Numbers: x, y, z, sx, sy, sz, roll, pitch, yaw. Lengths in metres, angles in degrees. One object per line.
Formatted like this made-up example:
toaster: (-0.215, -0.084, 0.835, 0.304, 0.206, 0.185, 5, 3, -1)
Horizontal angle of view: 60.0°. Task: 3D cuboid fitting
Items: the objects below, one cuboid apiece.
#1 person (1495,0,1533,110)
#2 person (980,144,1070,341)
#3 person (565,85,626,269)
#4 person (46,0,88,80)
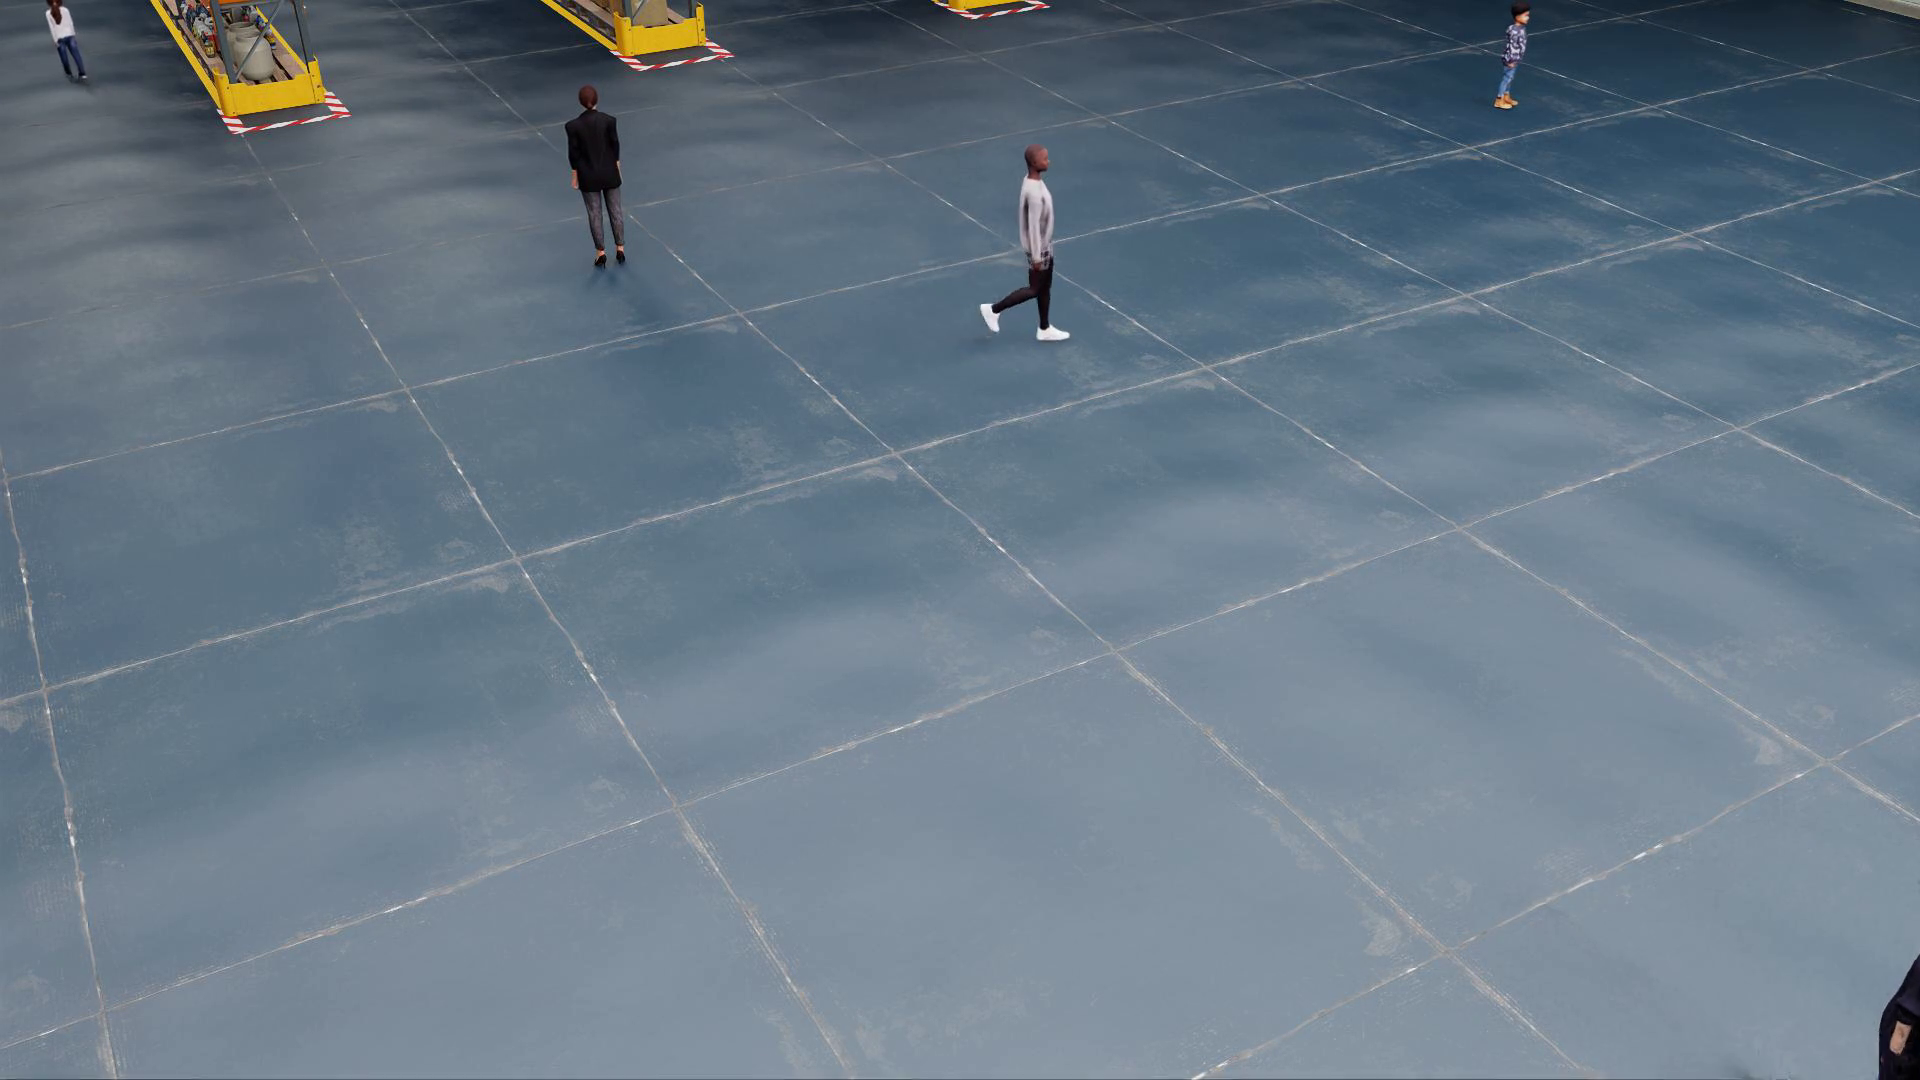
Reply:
person: (6.589, -5.779, 19.808, 0.567, 1.248, 0.550, 22, 38, 31)
person: (0.566, -2.492, 14.122, 1.028, 1.755, 1.053, 1, 32, 2)
person: (-3.390, -3.403, 15.600, 0.660, 1.718, 0.590, -13, 35, -20)
person: (-11.157, -6.283, 20.756, 0.530, 1.088, 0.820, -25, 40, -34)
